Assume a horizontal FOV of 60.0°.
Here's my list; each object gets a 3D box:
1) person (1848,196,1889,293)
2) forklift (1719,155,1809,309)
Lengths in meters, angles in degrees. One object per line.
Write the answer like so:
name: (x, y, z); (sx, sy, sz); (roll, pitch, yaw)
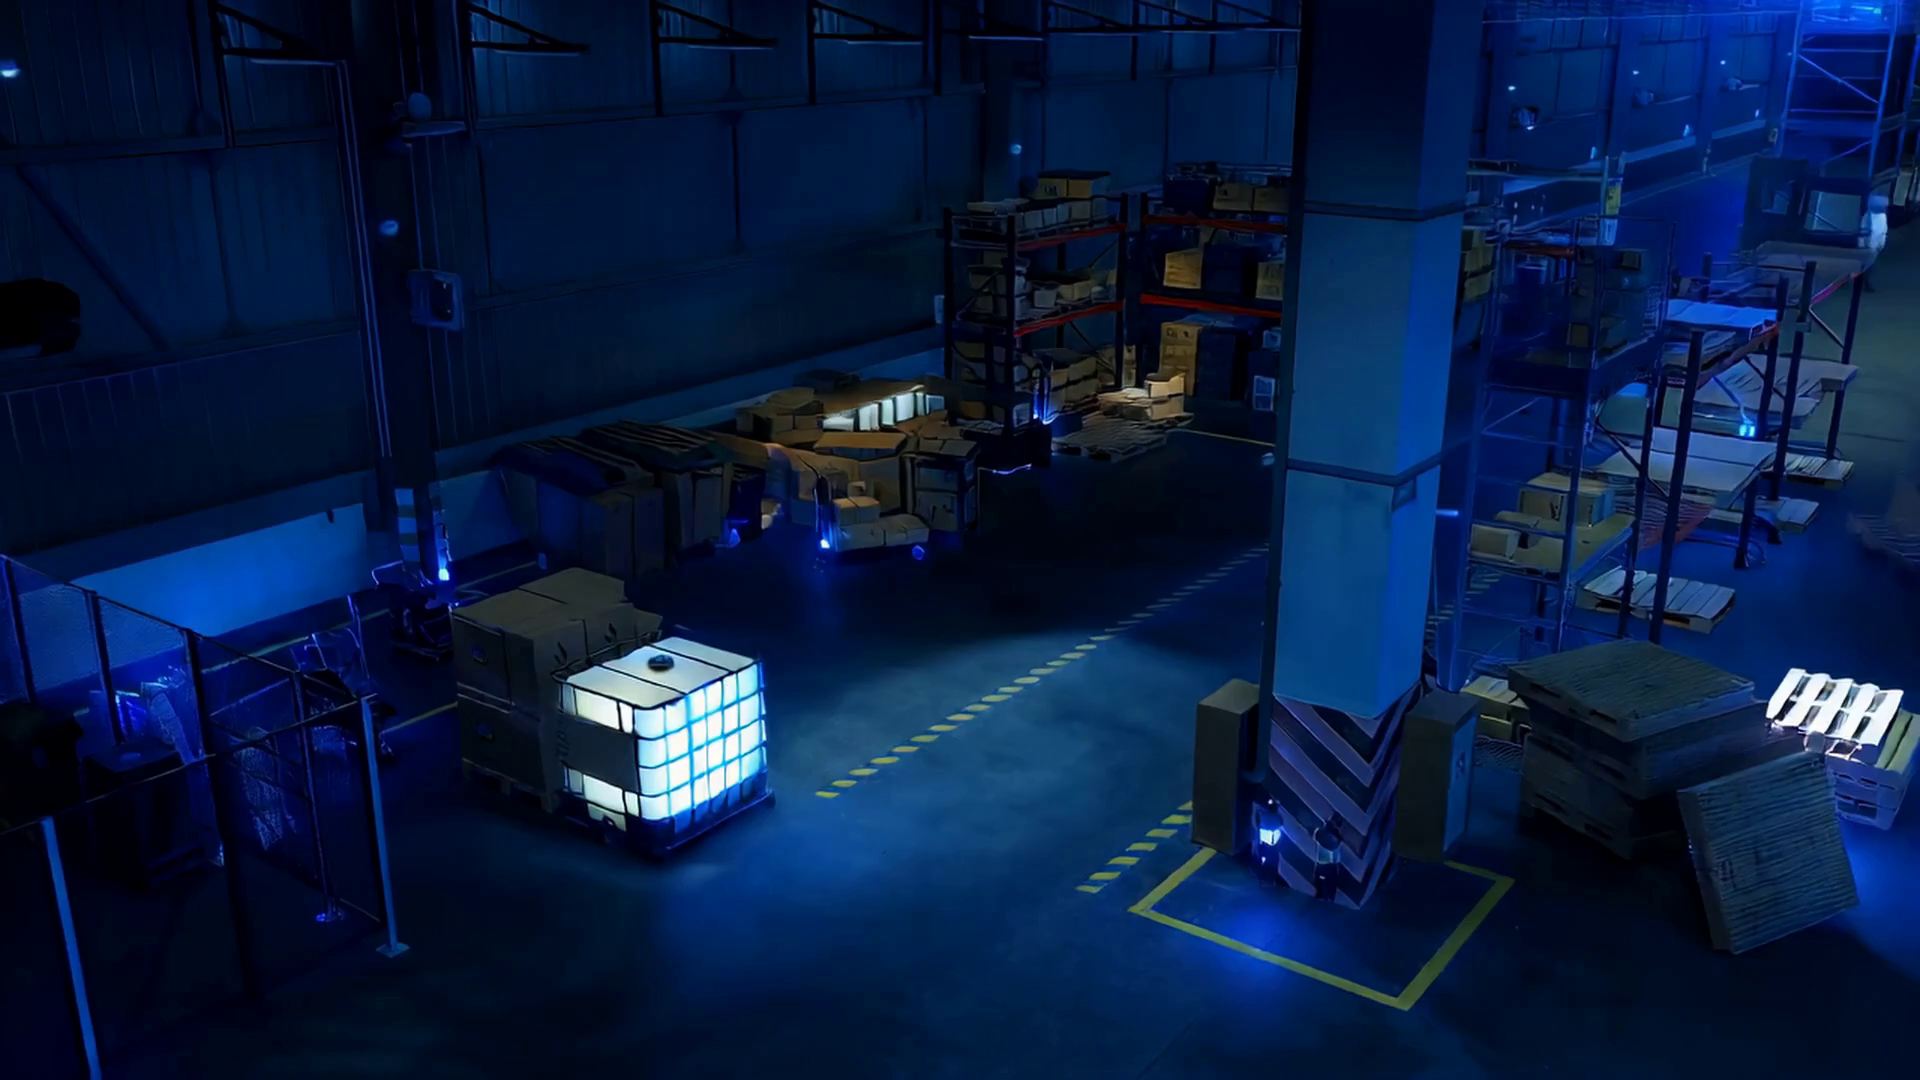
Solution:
person: (18.216, -5.945, 33.365); (0.545, 1.915, 0.736); (-6, 19, -17)
forklift: (15.307, -5.825, 31.449); (1.129, 2.768, 1.873); (13, 22, 34)
